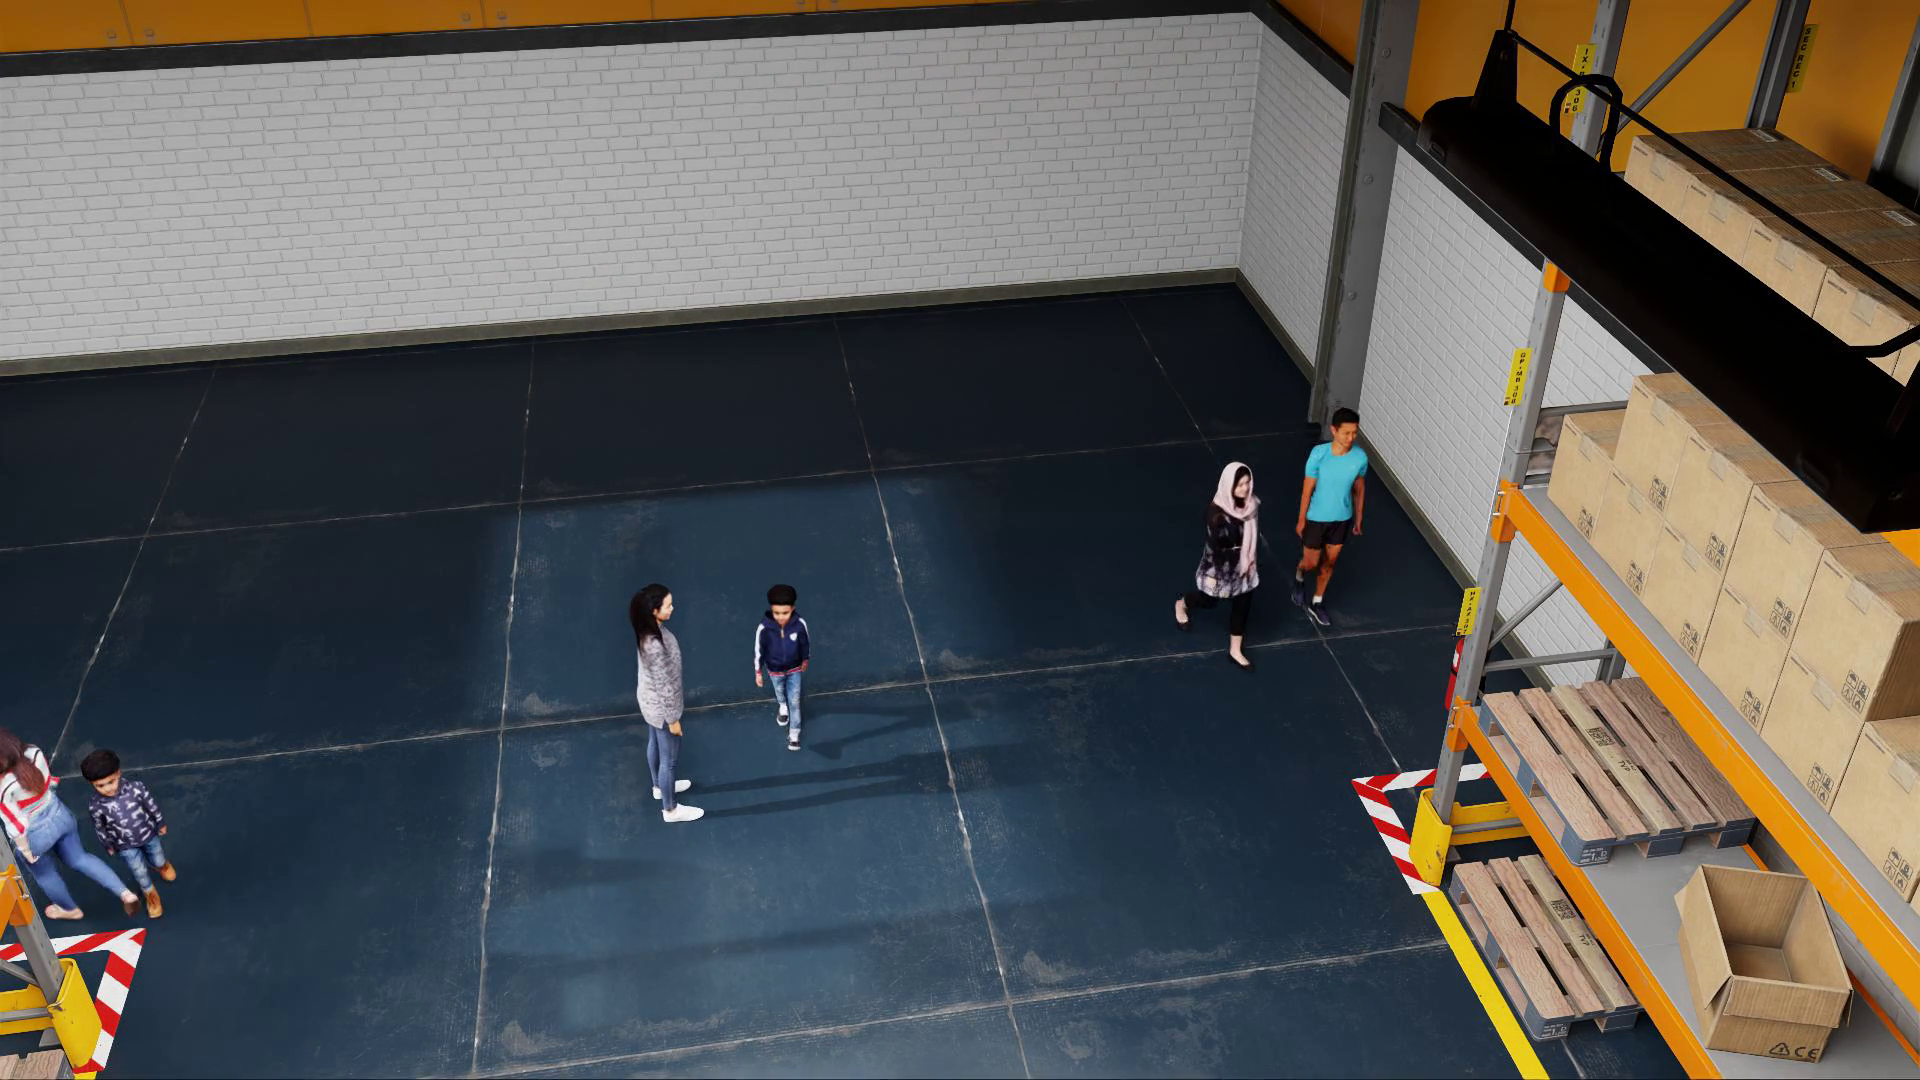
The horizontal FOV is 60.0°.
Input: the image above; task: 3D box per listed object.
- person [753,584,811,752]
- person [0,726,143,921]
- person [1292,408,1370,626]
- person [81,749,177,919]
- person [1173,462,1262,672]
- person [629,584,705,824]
[{"bbox_3d":[-1.198,0.792,11.286,0.581,1.193,0.824,-1,34,-2],"label":"person"},{"bbox_3d":[-5.218,1.679,9.596,0.909,1.586,0.966,10,35,15],"label":"person"},{"bbox_3d":[2.683,-0.214,12.277,0.631,1.770,0.668,-5,34,-7],"label":"person"},{"bbox_3d":[-4.928,1.695,9.888,0.635,1.236,0.745,-21,39,-28],"label":"person"},{"bbox_3d":[1.853,0.134,11.898,0.939,1.611,1.145,-23,40,-30],"label":"person"},{"bbox_3d":[-1.887,1.010,10.469,0.714,1.734,0.531,-13,36,-18],"label":"person"}]
